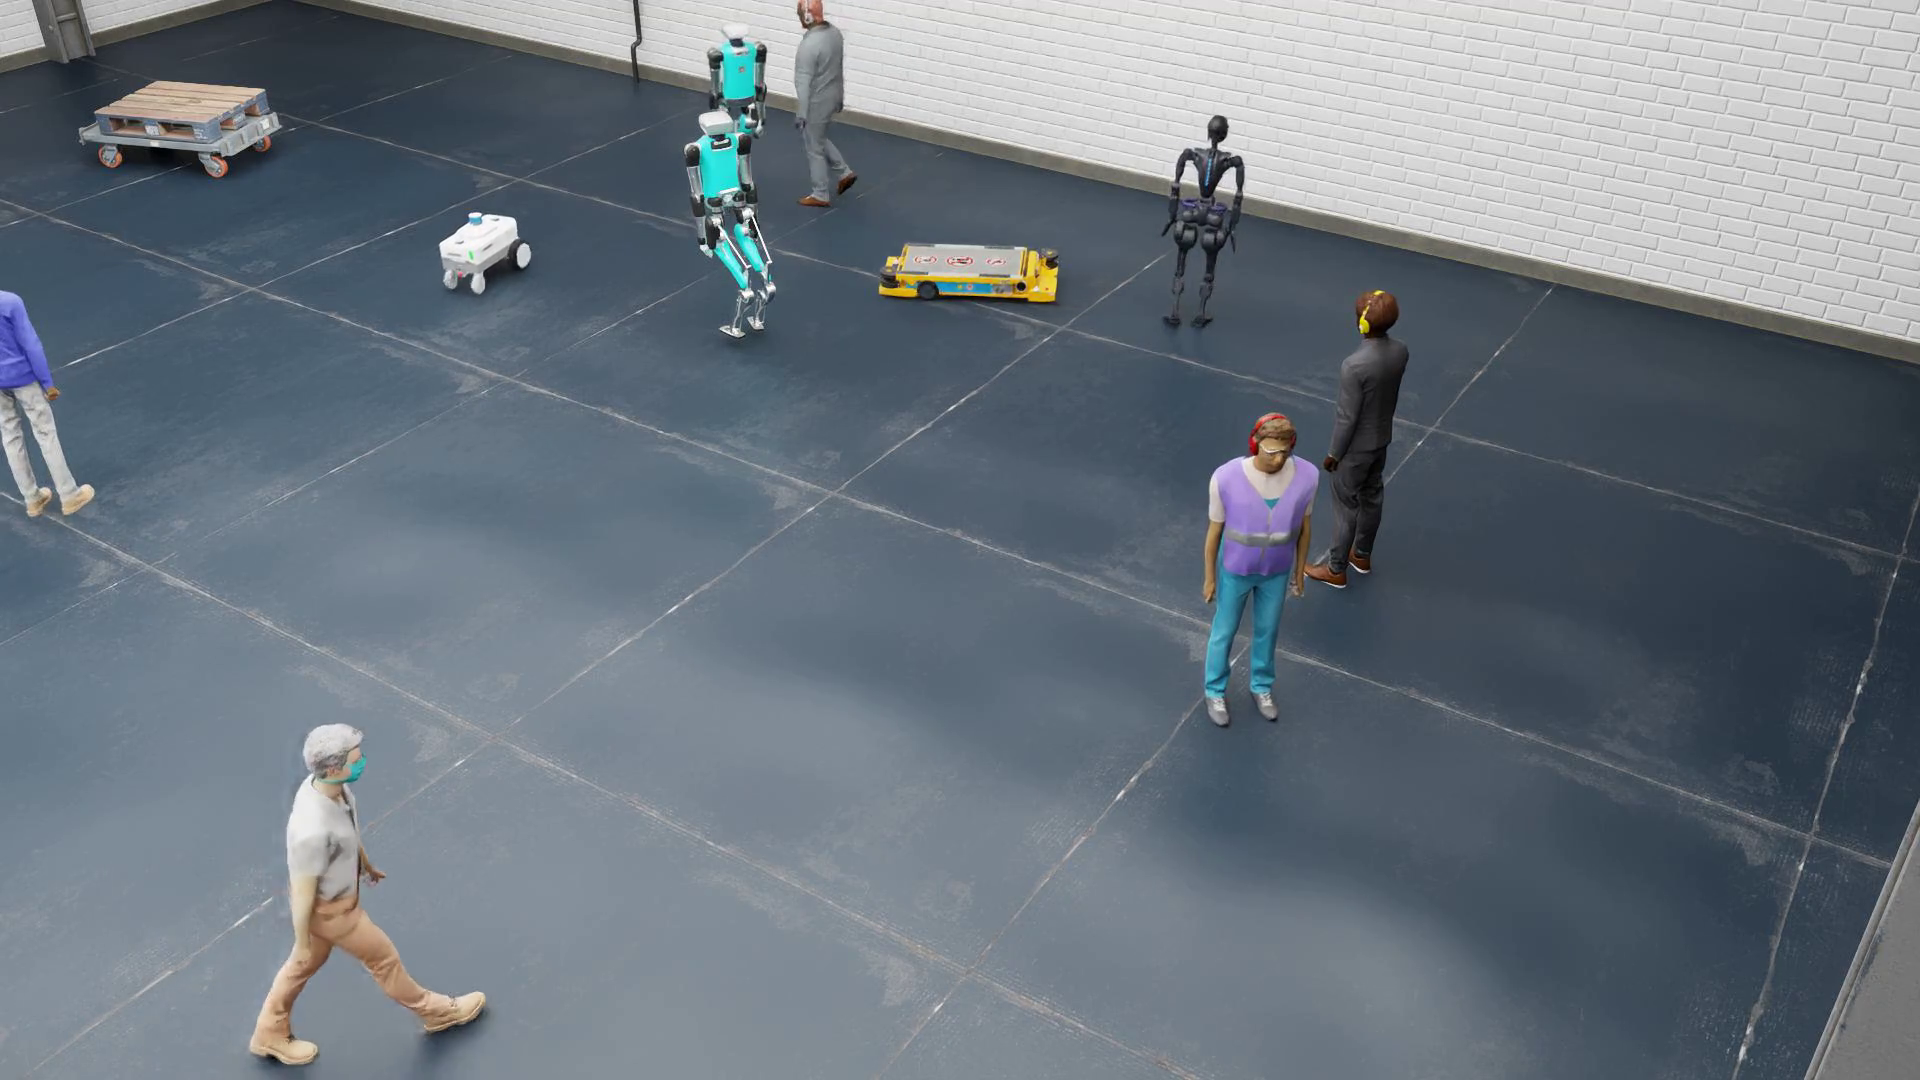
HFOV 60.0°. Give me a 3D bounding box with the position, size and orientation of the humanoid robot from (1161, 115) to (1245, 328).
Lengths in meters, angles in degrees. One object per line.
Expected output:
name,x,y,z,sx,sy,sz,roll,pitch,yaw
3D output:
humanoid robot,1.842,-2.425,12.729,0.596,1.639,0.378,6,33,9

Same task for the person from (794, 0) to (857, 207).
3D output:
person,-1.269,-3.885,14.808,0.445,1.887,0.653,10,34,16

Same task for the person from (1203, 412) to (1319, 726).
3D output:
person,1.523,0.139,8.596,0.557,1.837,0.389,-4,33,-6

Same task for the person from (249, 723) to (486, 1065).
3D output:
person,-2.559,1.447,6.714,0.952,1.682,0.487,-9,34,-14

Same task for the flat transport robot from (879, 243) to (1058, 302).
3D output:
flat transport robot,0.082,-2.194,13.671,1.431,0.231,0.659,3,33,4

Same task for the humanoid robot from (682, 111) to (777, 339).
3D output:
humanoid robot,-1.634,-2.276,12.316,0.533,1.677,0.735,-20,38,-28

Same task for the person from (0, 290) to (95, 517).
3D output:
person,-5.886,-1.010,10.348,0.468,1.871,0.355,-2,33,-4

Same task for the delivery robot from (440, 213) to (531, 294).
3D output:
delivery robot,-3.949,-2.409,13.758,0.499,0.614,0.808,11,34,17

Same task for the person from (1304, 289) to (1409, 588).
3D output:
person,2.320,-0.581,9.677,0.495,1.875,0.356,-24,40,-32

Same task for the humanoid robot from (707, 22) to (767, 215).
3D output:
humanoid robot,-2.038,-3.745,14.734,0.530,1.778,0.782,-17,36,-24
